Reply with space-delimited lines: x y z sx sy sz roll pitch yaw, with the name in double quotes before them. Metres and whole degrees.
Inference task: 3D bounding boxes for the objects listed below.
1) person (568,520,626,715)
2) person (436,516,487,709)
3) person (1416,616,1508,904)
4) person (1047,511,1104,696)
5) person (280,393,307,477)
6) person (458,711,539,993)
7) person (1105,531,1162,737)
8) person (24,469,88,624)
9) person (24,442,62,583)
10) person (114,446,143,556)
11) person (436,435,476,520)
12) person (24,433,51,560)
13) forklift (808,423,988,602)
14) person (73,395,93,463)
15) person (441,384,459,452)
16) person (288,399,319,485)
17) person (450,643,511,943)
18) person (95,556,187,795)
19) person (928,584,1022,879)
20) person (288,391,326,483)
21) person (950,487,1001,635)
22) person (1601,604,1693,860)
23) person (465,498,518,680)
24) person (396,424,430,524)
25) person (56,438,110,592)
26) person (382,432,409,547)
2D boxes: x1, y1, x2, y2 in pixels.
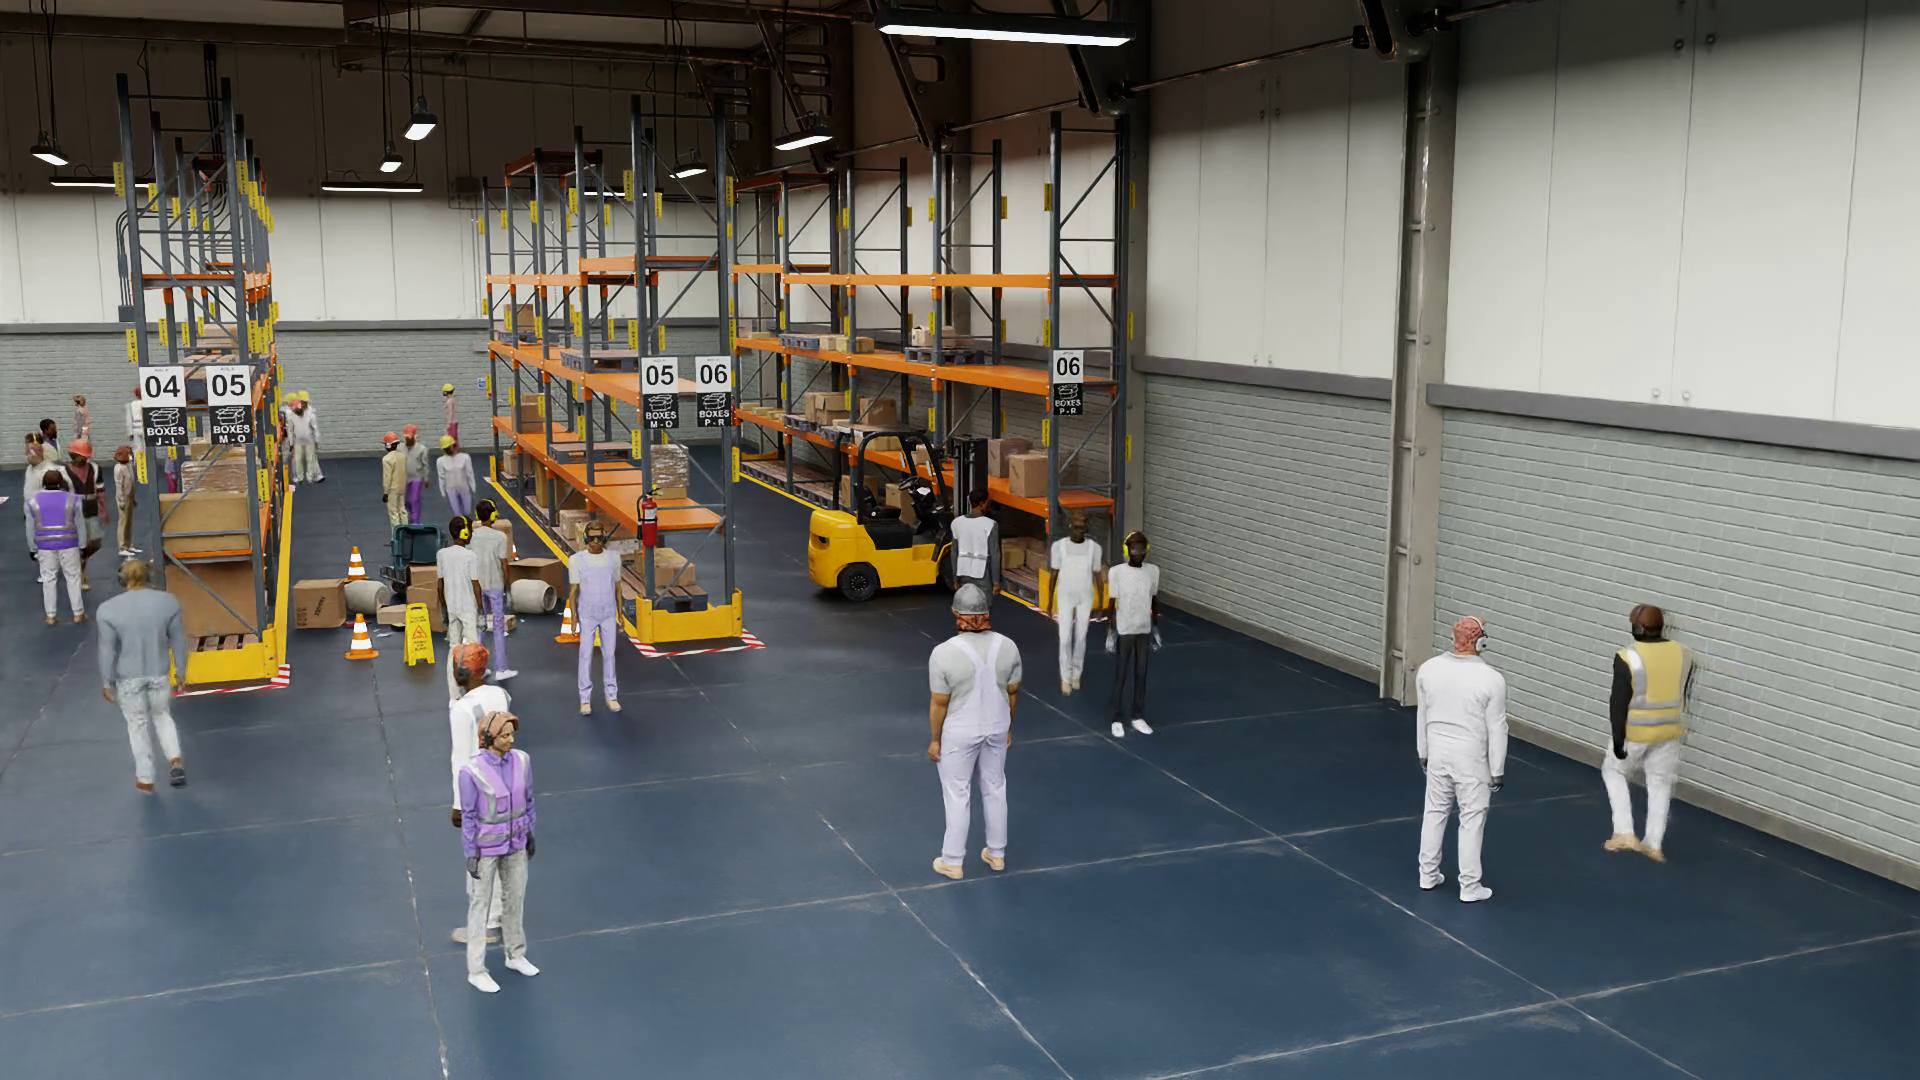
"person" -3.419 0.725 15.694 0.520 1.844 0.331 -4 10 -25
"person" -4.725 0.695 15.833 0.518 1.865 0.326 4 10 23
"person" 3.331 1.442 11.021 0.396 1.901 0.652 -8 12 -42
"person" 1.143 0.632 16.356 0.554 1.818 0.739 0 9 0
"person" -13.608 -2.091 33.699 0.834 1.777 0.599 -7 11 -37
"person" -2.681 1.790 9.680 0.313 1.632 0.519 7 11 36
"person" 1.564 0.836 14.940 0.533 1.864 0.310 -3 9 -17
"person" -10.723 0.080 19.771 0.633 1.841 0.429 -4 10 -22
"person" -12.428 -0.394 22.625 0.682 1.881 0.529 7 12 38
"person" -12.332 -0.585 24.605 0.266 1.631 0.507 -1 9 -7
"person" -7.654 -0.751 25.293 0.555 1.731 0.428 -2 9 -15
"person" -13.353 -0.624 24.223 0.369 1.855 0.590 -8 12 -42
"forklift" -0.830 -0.399 21.676 2.313 2.155 1.214 -4 10 -21
"person" -18.373 -2.212 34.827 0.306 1.639 0.522 -2 9 -11
"person" -11.222 -2.560 36.618 0.328 1.769 0.526 -1 9 -7
"person" -12.962 -1.929 32.864 0.605 1.707 0.340 -1 9 -5
"person" -2.975 1.560 10.359 0.358 1.879 0.582 2 9 13
"person" -6.456 1.084 13.176 0.640 1.925 0.507 -9 12 -43
"person" 0.052 1.299 11.474 0.683 2.000 0.538 -5 10 -28
"person" -13.045 -2.037 33.071 1.039 1.850 0.597 9 12 43
"person" 0.166 0.399 17.544 0.587 1.913 0.394 6 11 34
"person" 4.855 1.359 11.785 0.644 1.828 0.460 -2 9 -10
"person" -4.815 0.506 17.015 0.533 1.864 0.310 2 9 14
"person" -8.893 -1.019 26.992 0.587 1.737 0.432 0 9 1
"person" -11.579 -0.347 21.889 0.604 2.017 0.640 7 12 38
"person" -8.653 -0.772 25.406 0.331 1.750 0.572 2 9 13
